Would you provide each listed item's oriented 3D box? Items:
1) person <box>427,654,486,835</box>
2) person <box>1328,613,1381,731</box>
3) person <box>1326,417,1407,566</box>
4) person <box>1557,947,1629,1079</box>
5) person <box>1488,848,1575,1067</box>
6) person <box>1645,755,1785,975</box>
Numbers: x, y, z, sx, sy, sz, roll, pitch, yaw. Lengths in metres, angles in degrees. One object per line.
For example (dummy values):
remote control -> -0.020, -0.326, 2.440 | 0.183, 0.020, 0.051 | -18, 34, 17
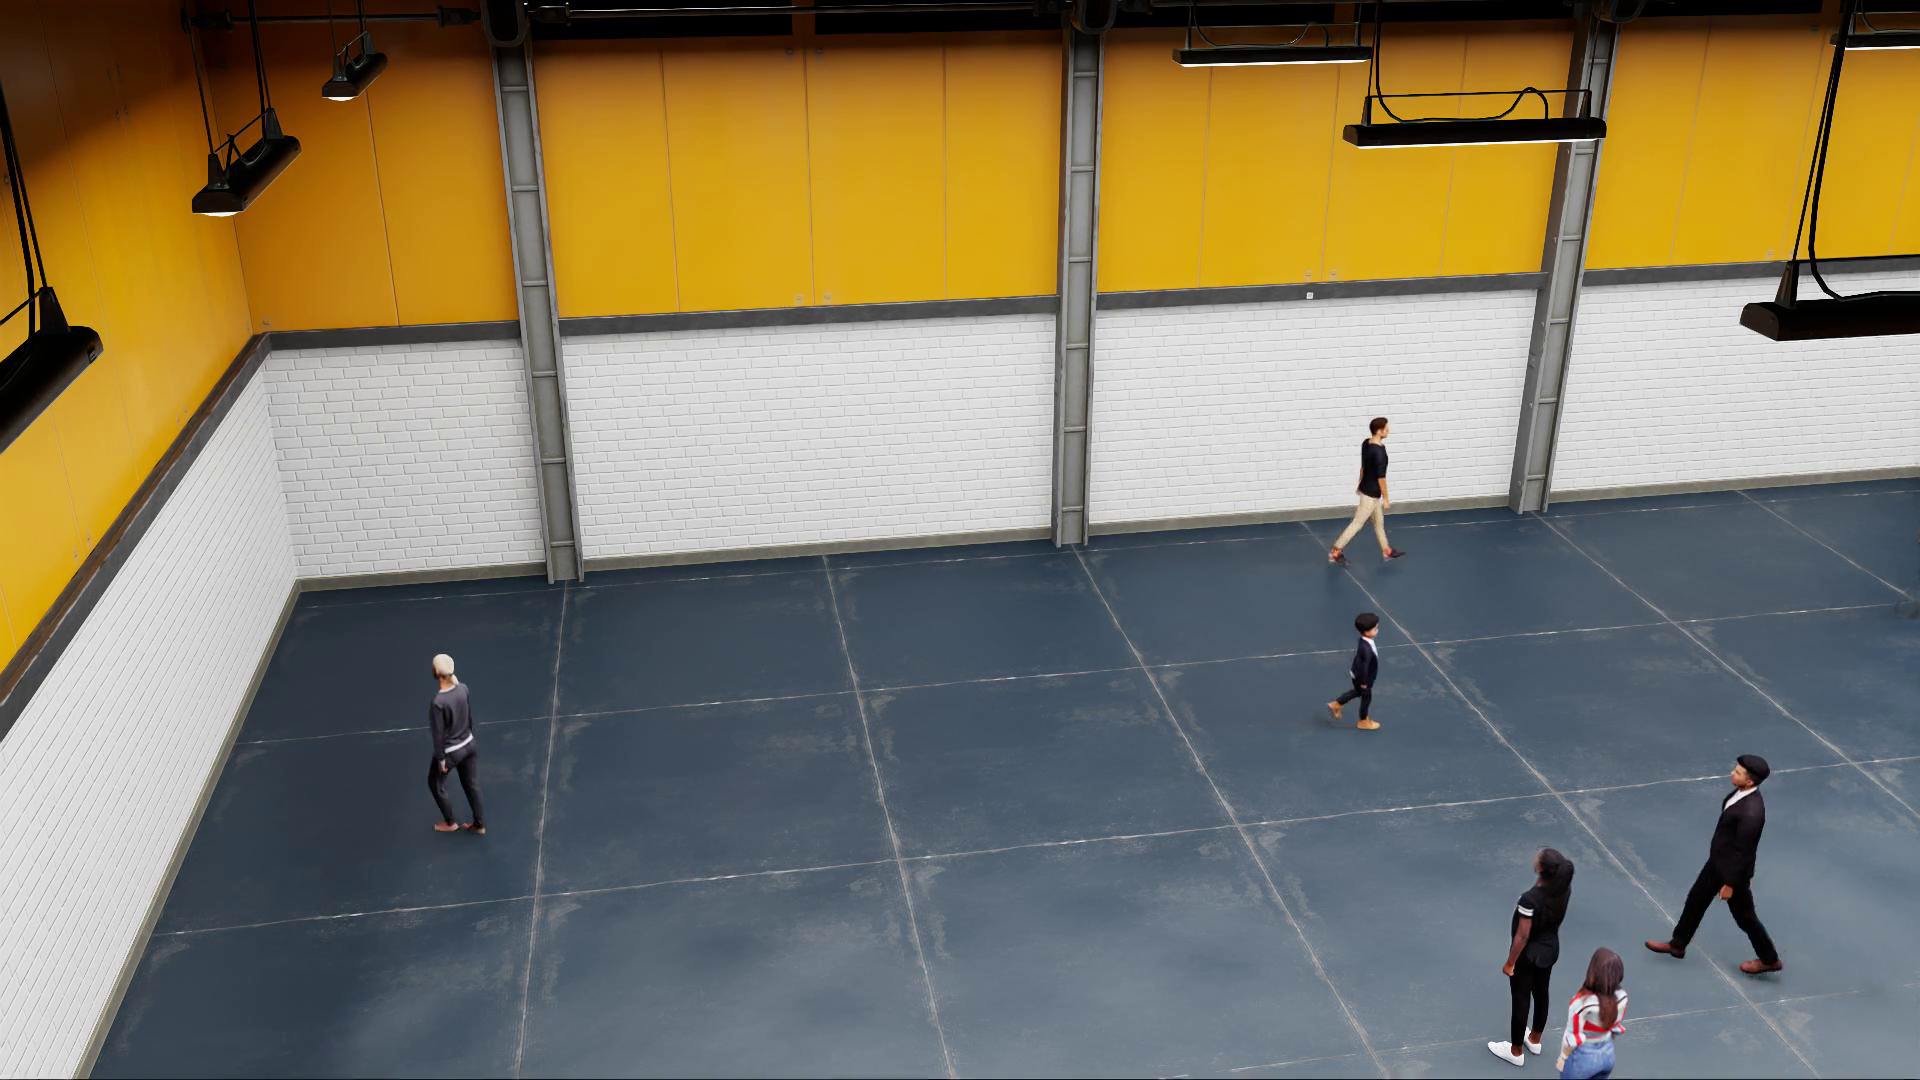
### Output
person -> -4.234, 1.774, 14.109 | 0.850, 1.712, 0.794 | 13, 27, 28
person -> 3.812, 1.246, 15.934 | 0.782, 1.217, 0.609 | 2, 24, 5
person -> 4.659, -0.524, 19.243 | 1.221, 1.810, 0.771 | -1, 24, -3
person -> 4.052, 3.325, 10.691 | 0.500, 1.609, 0.687 | -9, 25, -19
person -> 3.994, 2.875, 11.570 | 0.638, 1.728, 0.753 | -14, 27, -29
person -> 5.859, 2.459, 12.381 | 1.320, 1.842, 1.073 | 7, 25, 16
